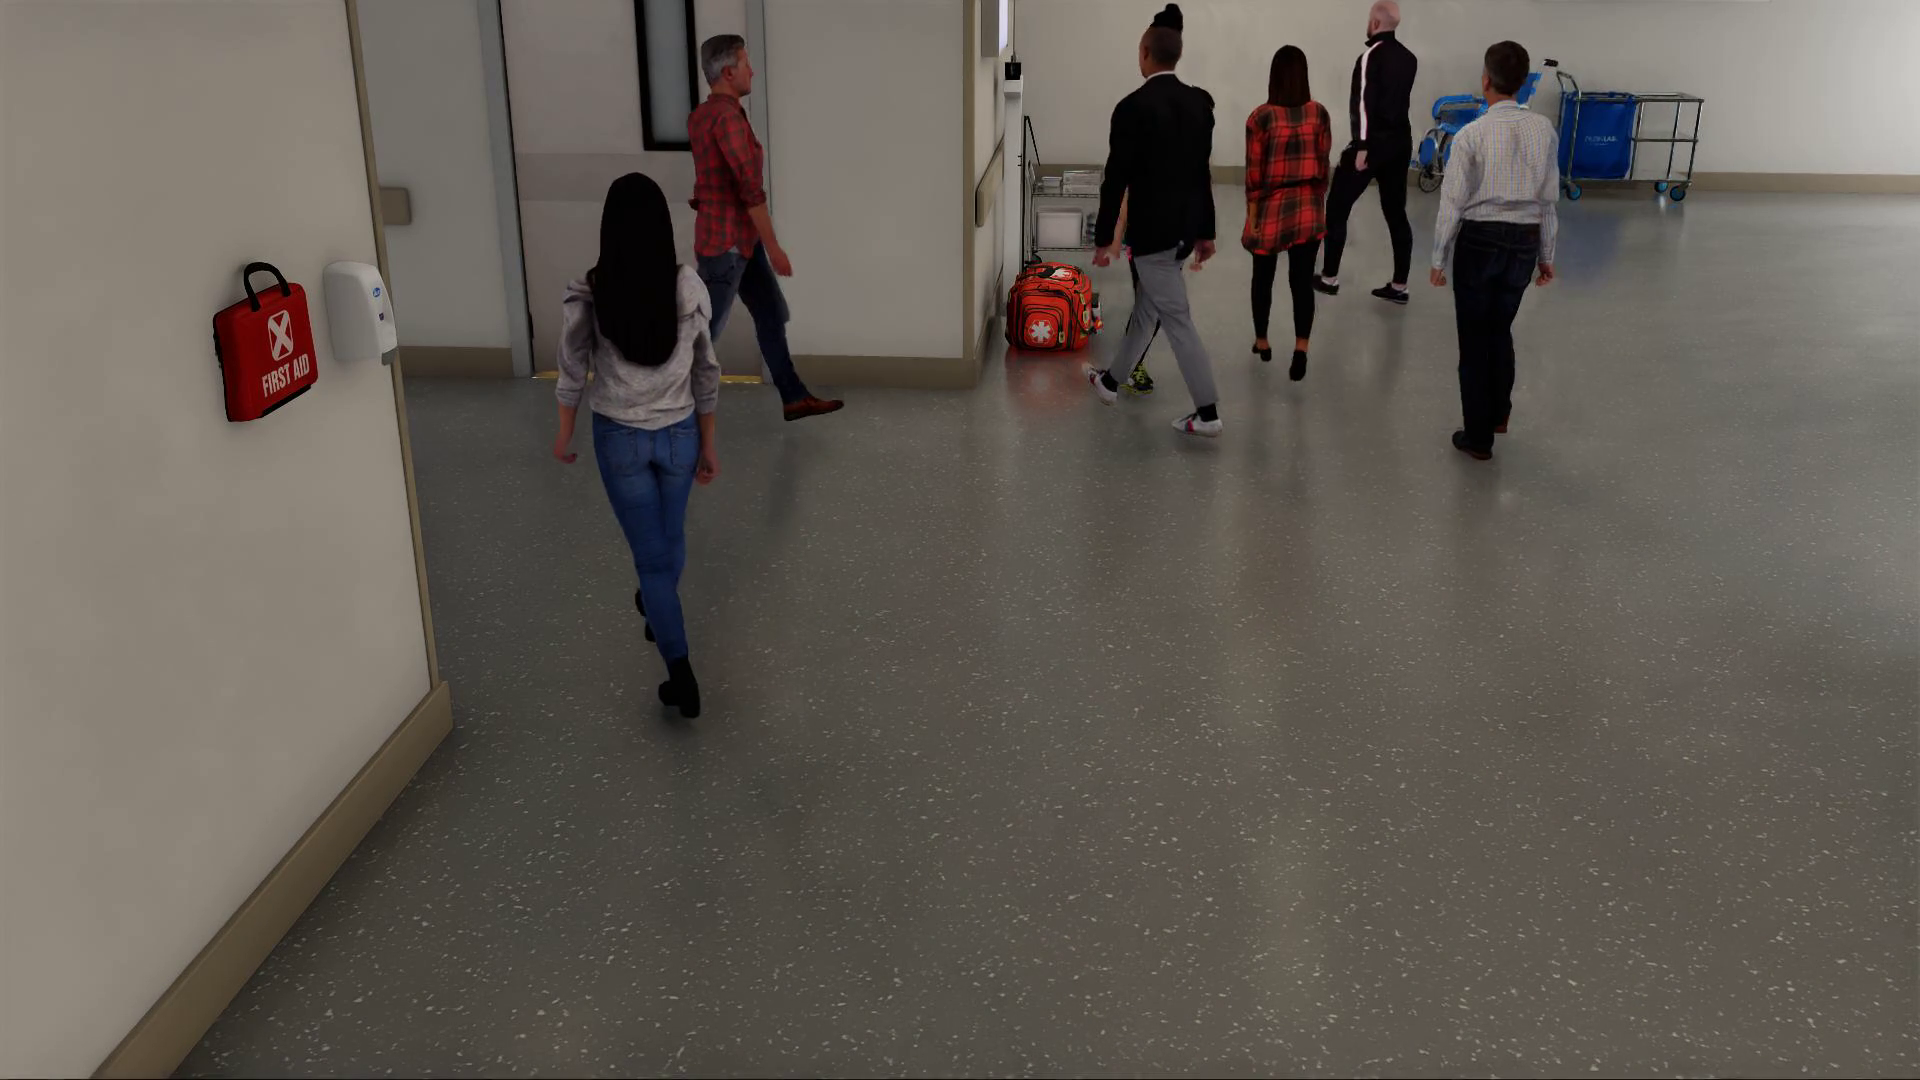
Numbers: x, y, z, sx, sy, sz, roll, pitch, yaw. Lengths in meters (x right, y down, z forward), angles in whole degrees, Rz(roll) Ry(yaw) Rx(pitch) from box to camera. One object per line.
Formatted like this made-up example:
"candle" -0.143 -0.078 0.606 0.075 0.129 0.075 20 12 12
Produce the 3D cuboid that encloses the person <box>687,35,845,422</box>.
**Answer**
"person" -1.131 -1.293 7.472 1.058 1.779 1.275 -6 22 -15

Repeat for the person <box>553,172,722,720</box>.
"person" -0.903 -0.236 4.952 0.960 1.587 1.112 -11 23 -27

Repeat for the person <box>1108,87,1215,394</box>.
"person" 0.964 -1.499 8.401 0.756 1.507 0.806 -5 21 -13

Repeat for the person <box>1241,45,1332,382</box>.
"person" 1.691 -1.627 8.510 0.621 1.668 1.121 1 21 3

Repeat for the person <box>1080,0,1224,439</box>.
"person" 0.987 -1.374 7.522 1.227 1.895 1.308 -16 26 -36

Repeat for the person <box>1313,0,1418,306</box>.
"person" 2.637 -2.327 10.164 1.023 1.807 1.088 -16 26 -36

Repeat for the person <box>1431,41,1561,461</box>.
"person" 2.375 -1.231 7.272 0.740 1.806 0.707 -3 21 -7
